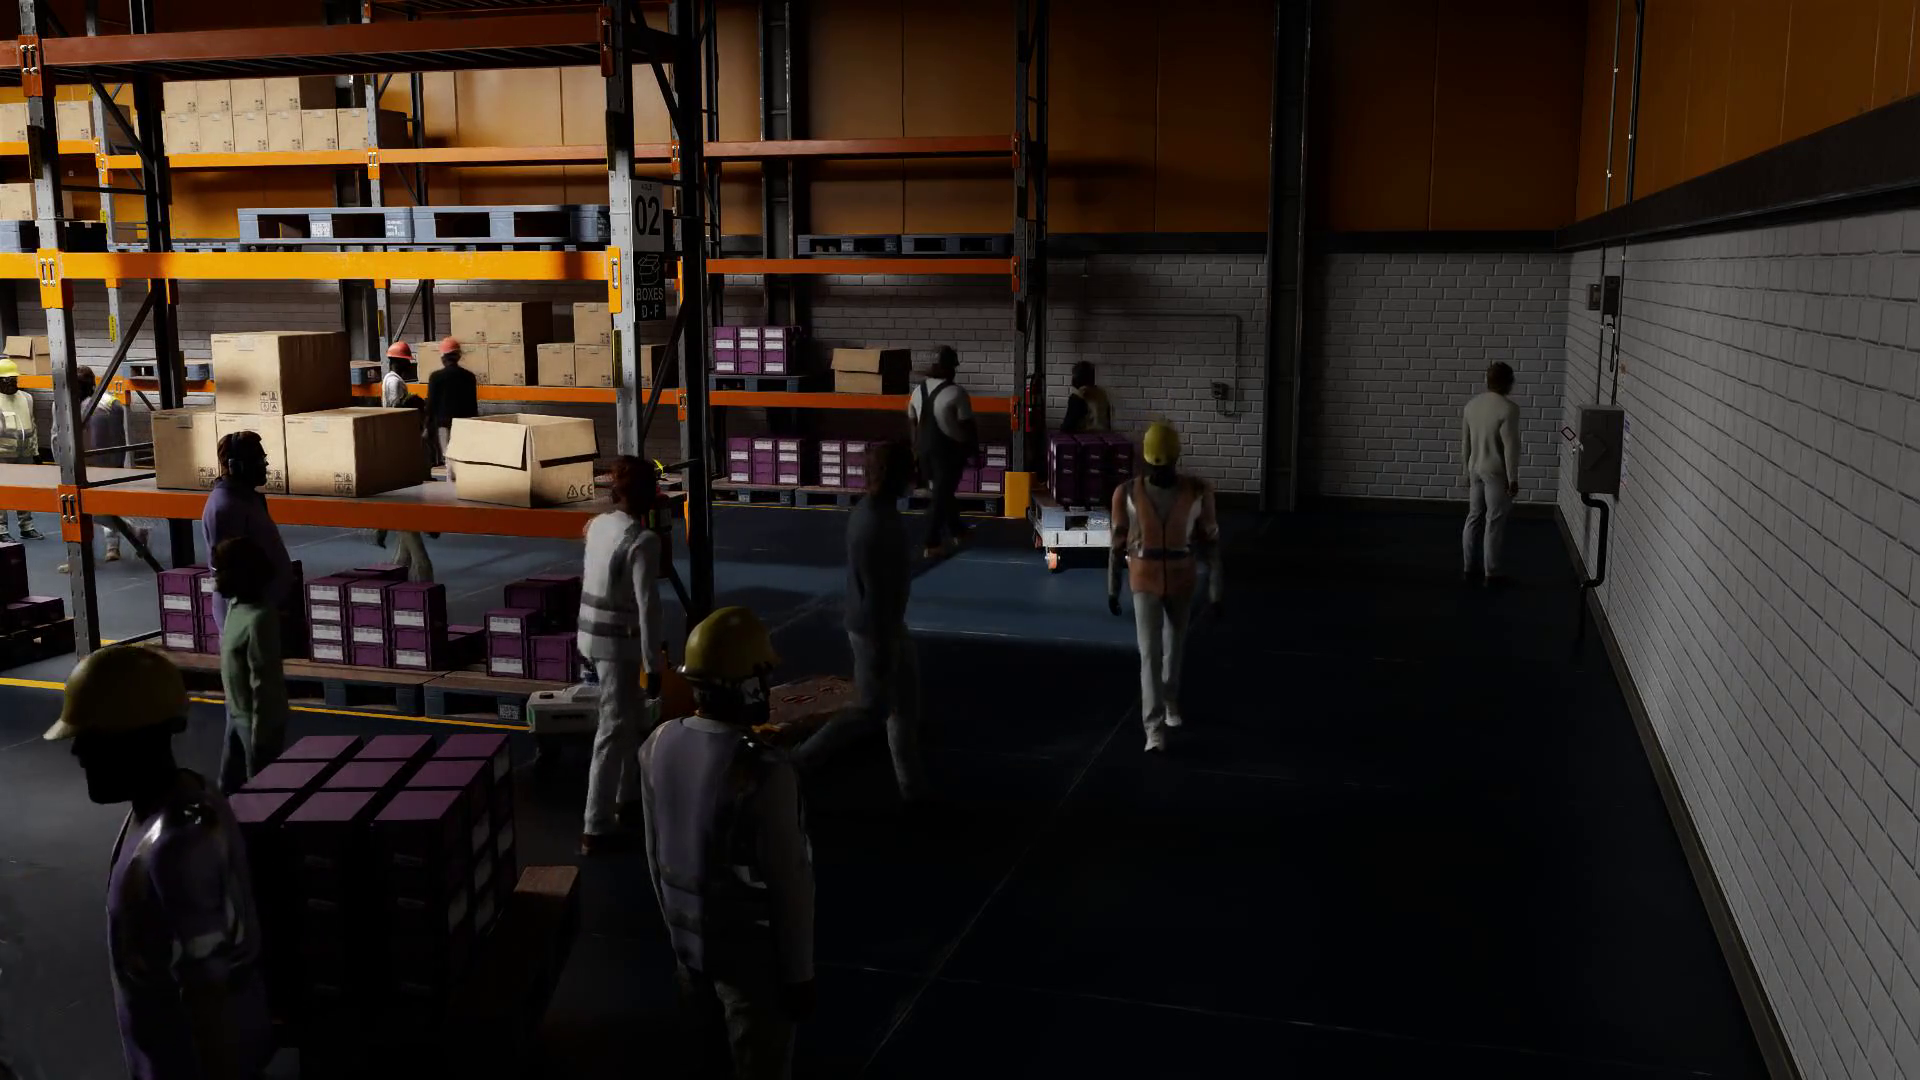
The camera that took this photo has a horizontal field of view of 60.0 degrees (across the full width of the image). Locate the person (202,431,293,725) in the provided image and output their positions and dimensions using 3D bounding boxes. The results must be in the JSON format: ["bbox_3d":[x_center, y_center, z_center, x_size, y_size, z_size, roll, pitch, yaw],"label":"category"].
[{"bbox_3d":[-3.657,0.388,8.605,0.407,1.910,0.638,-3,10,-19],"label":"person"}]

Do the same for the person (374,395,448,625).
[{"bbox_3d":[-4.127,-0.180,12.383,0.975,1.819,0.537,3,10,20],"label":"person"}]

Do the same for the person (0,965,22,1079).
[{"bbox_3d":[-1.630,1.435,2.493,0.625,1.810,0.691,9,13,43],"label":"person"}]

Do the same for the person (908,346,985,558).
[{"bbox_3d":[-0.067,-0.877,15.911,0.989,2.000,0.688,-9,13,-43],"label":"person"}]

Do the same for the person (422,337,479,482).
[{"bbox_3d":[-5.689,-1.301,18.762,0.949,1.962,0.616,6,11,33],"label":"person"}]

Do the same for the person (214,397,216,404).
[{"bbox_3d":[-7.403,-0.952,16.967,0.336,1.842,0.508,-7,12,-38],"label":"person"}]

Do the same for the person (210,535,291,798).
[{"bbox_3d":[-2.995,0.779,7.079,0.359,1.623,0.511,-7,12,-37],"label":"person"}]

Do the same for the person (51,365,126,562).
[{"bbox_3d":[-8.114,-0.710,15.494,0.635,1.842,0.429,-2,9,-10],"label":"person"}]

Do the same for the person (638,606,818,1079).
[{"bbox_3d":[-0.603,1.086,4.569,0.590,1.836,0.404,8,12,40],"label":"person"}]

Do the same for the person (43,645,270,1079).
[{"bbox_3d":[-1.866,1.176,3.789,0.709,1.901,0.619,-5,10,-26],"label":"person"}]

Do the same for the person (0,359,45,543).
[{"bbox_3d":[-9.438,-0.881,16.562,0.403,1.834,0.589,5,10,26],"label":"person"}]

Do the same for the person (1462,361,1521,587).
[{"bbox_3d":[4.583,-0.569,14.340,0.353,1.937,0.635,-4,10,-23],"label":"person"}]

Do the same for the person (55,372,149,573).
[{"bbox_3d":[-7.855,-0.624,15.067,0.646,1.808,0.721,7,11,35],"label":"person"}]

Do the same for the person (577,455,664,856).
[{"bbox_3d":[-1.609,0.524,7.938,0.716,1.847,0.686,-8,12,-41],"label":"person"}]

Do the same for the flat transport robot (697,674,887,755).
[{"bbox_3d":[-0.979,1.034,9.644,0.652,0.197,1.431,7,12,36],"label":"flat transport robot"}]

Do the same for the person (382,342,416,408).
[{"bbox_3d":[-6.088,-1.188,18.124,0.370,1.933,0.550,-4,10,-21],"label":"person"}]

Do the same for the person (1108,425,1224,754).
[{"bbox_3d":[1.179,0.253,9.594,0.621,1.864,1.022,0,9,2],"label":"person"}]

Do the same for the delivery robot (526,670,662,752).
[{"bbox_3d":[-1.985,0.943,9.047,0.707,0.478,0.477,-1,9,-6],"label":"delivery robot"}]

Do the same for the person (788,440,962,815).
[{"bbox_3d":[-0.466,0.452,8.240,0.873,1.906,0.640,1,9,4],"label":"person"}]

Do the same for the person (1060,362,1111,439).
[{"bbox_3d":[1.254,-0.899,16.832,0.956,1.793,0.628,5,10,27],"label":"person"}]
